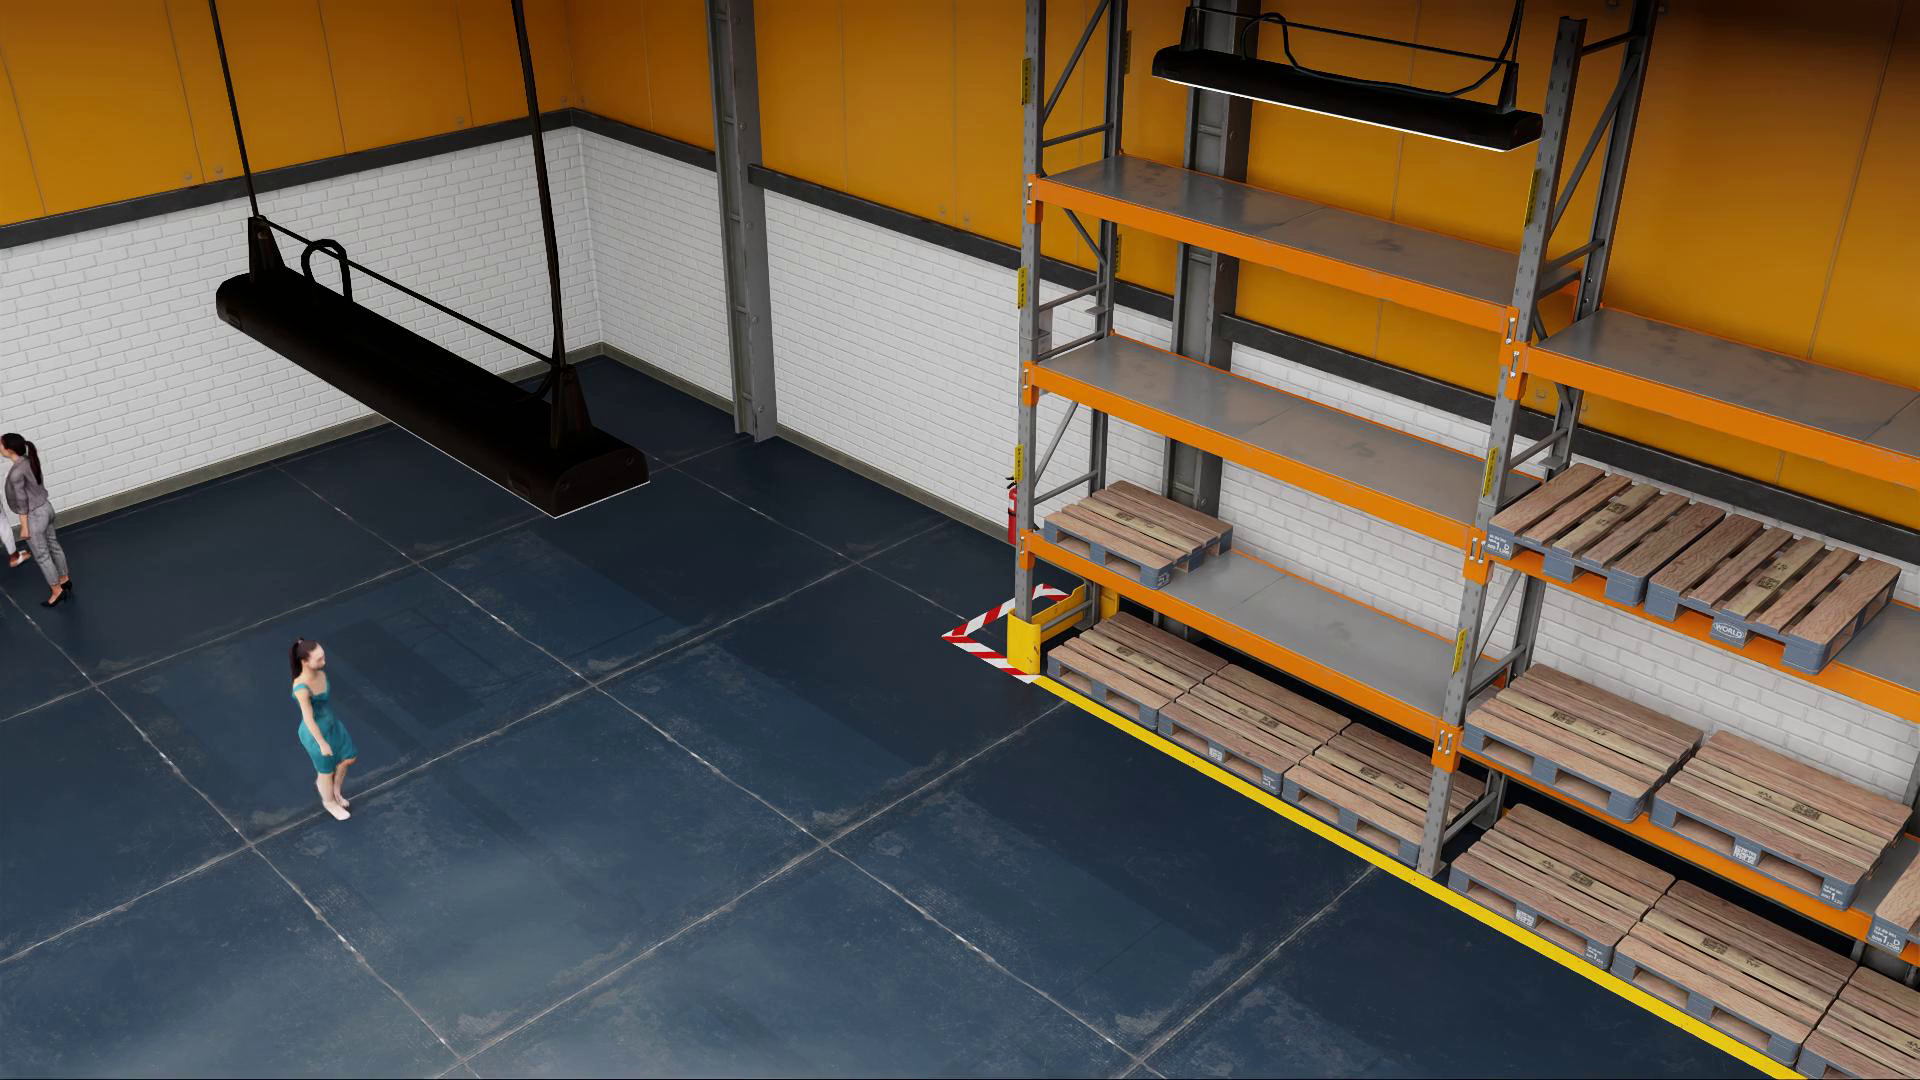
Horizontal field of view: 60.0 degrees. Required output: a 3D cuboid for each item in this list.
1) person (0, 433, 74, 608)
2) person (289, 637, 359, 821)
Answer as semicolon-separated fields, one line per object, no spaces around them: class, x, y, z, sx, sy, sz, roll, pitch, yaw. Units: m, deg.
person;-8.322;-0.198;15.007;0.788;1.676;0.713;-2;29;-4
person;-4.721;1.396;12.091;0.768;1.671;0.723;0;29;0
